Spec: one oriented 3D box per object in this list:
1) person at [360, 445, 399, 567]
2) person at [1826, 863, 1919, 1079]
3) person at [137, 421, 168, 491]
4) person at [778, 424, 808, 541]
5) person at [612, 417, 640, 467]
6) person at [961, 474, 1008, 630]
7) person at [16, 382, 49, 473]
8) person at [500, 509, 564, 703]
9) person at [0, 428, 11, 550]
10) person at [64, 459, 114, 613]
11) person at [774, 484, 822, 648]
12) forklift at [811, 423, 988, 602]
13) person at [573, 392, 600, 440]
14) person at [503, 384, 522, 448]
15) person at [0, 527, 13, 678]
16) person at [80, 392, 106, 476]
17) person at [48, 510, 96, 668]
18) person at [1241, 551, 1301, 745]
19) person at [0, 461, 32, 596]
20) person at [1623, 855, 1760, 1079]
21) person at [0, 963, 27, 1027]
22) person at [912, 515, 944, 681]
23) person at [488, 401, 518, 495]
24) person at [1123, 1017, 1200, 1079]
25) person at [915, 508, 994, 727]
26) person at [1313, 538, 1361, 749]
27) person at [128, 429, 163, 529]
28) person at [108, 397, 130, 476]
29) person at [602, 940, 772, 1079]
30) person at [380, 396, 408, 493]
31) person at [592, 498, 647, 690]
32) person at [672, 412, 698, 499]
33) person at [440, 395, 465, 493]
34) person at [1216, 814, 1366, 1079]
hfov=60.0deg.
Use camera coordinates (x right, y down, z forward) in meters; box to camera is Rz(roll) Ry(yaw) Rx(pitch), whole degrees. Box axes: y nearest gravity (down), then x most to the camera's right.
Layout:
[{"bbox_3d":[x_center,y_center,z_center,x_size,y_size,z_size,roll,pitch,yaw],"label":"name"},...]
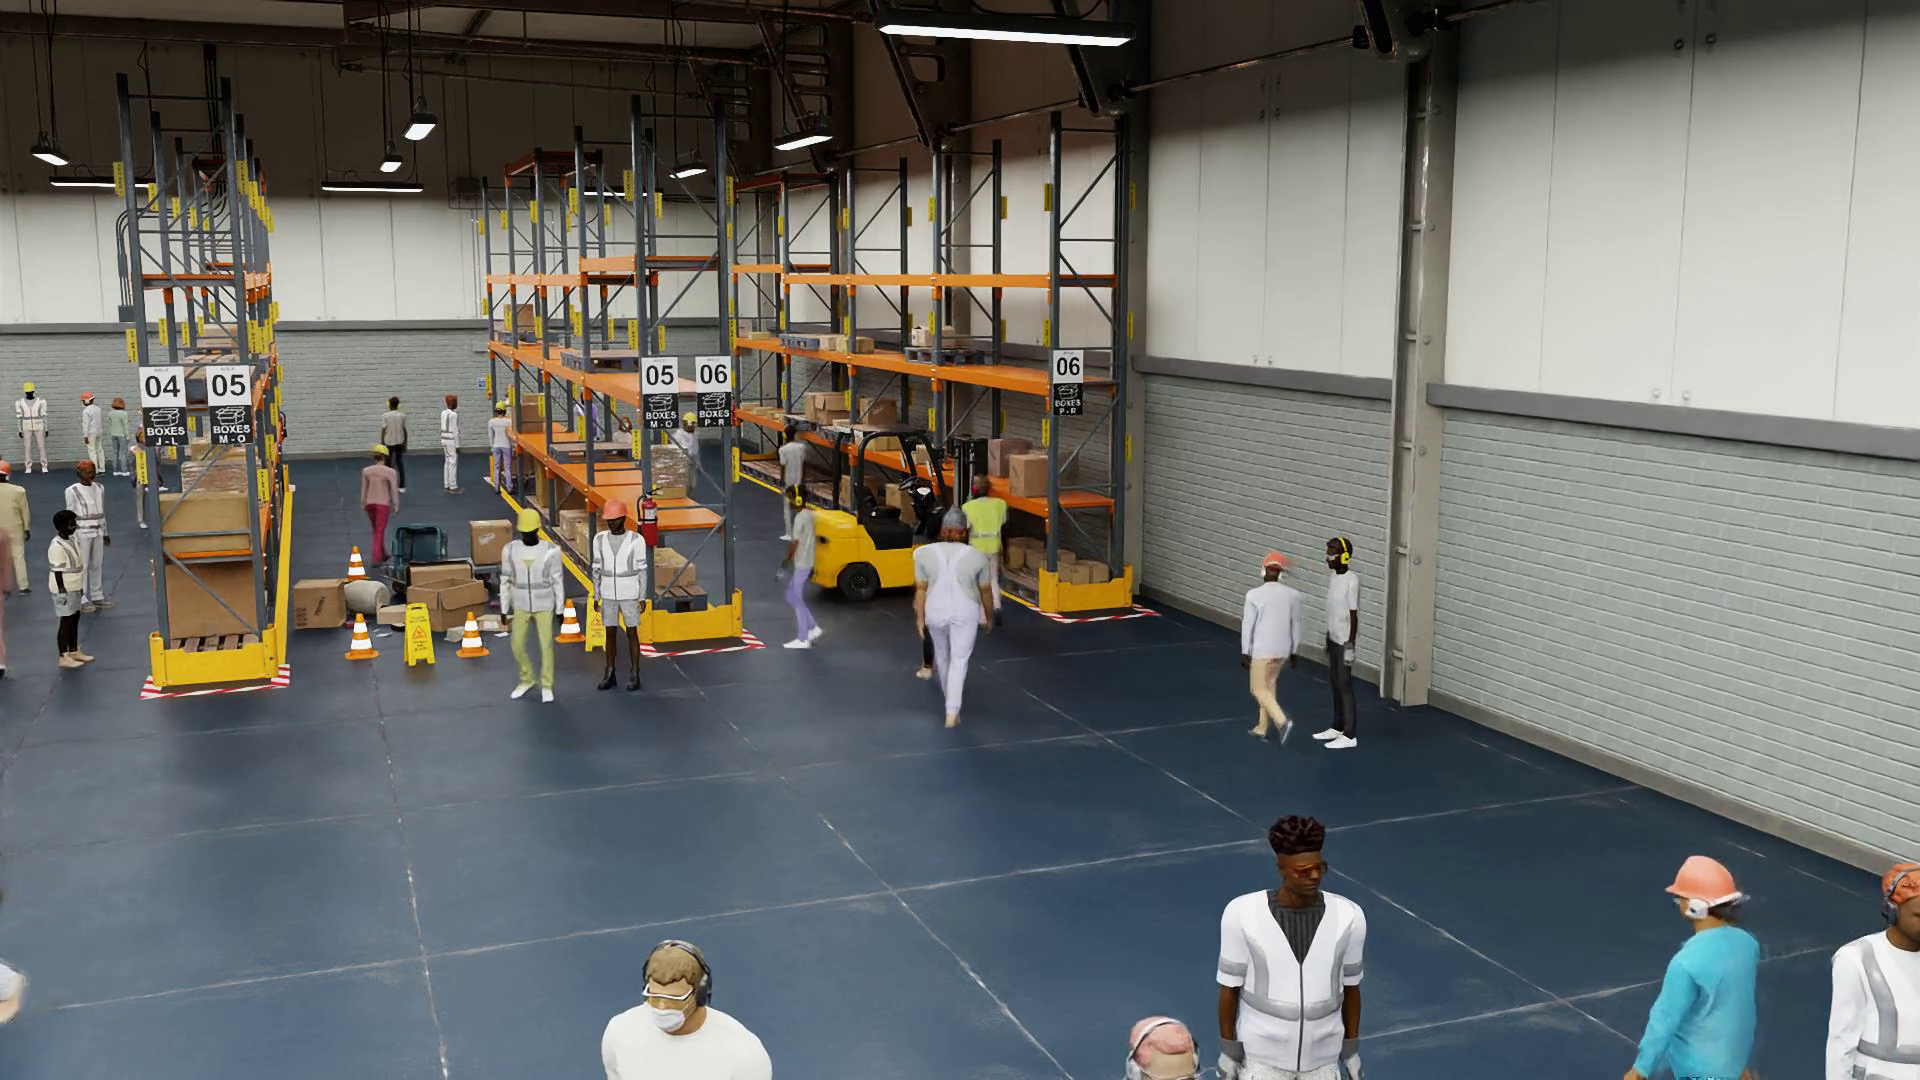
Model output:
[{"bbox_3d":[-8.288,-0.498,23.818,0.549,1.707,0.762,2,9,13],"label":"person"},{"bbox_3d":[3.621,2.168,6.492,0.584,1.882,0.337,-3,10,-19],"label":"person"},{"bbox_3d":[-15.507,-1.744,31.898,0.506,1.632,0.268,1,9,6],"label":"person"},{"bbox_3d":[-2.562,-0.881,25.793,0.535,1.852,0.610,-7,11,-36],"label":"person"},{"bbox_3d":[-5.945,-1.383,29.624,0.507,1.633,0.274,1,9,8],"label":"person"},{"bbox_3d":[0.277,0.147,19.363,0.583,1.827,0.437,-3,9,-18],"label":"person"},{"bbox_3d":[-19.405,-2.347,34.821,0.585,1.918,0.399,-4,10,-23],"label":"person"},{"bbox_3d":[-4.130,0.633,16.078,0.609,1.915,0.477,0,9,-2],"label":"person"},{"bbox_3d":[-14.412,-0.809,24.795,0.414,2.034,0.600,-1,9,-9],"label":"person"},{"bbox_3d":[-10.733,-0.057,20.503,0.337,1.881,0.585,2,9,14],"label":"person"},{"bbox_3d":[-1.829,0.297,18.371,0.470,1.849,0.517,0,9,2],"label":"person"},{"bbox_3d":[-0.830,-0.399,21.676,2.313,2.155,1.214,-4,10,-21],"label":"forklift"},{"bbox_3d":[-7.513,-2.092,33.478,0.429,1.838,0.628,8,12,42],"label":"person"},{"bbox_3d":[-9.308,-2.278,34.462,0.398,1.902,0.698,1,9,8],"label":"person"},{"bbox_3d":[-10.097,0.506,17.106,0.653,1.851,0.880,-5,10,-29],"label":"person"},{"bbox_3d":[-17.951,-2.191,34.376,0.349,1.743,0.563,1,9,4],"label":"person"},{"bbox_3d":[-9.408,0.513,17.532,0.322,1.685,0.542,-2,9,-10],"label":"person"},{"bbox_3d":[2.763,0.971,14.601,0.577,1.710,0.615,-4,10,-24],"label":"person"},{"bbox_3d":[-12.322,-0.150,21.492,0.565,1.751,0.330,-4,10,-23],"label":"person"},{"bbox_3d":[3.046,2.167,7.022,0.581,1.704,0.876,-8,12,-42],"label":"person"},{"bbox_3d":[-5.402,1.825,8.869,0.540,1.816,0.532,4,10,23],"label":"person"},{"bbox_3d":[-0.248,0.588,17.015,0.538,1.700,0.317,-5,10,-27],"label":"person"},{"bbox_3d":[-8.636,-1.733,31.421,0.525,1.769,0.309,2,9,10],"label":"person"},{"bbox_3d":[0.602,2.374,5.198,0.658,1.894,0.412,-4,10,-24],"label":"person"},{"bbox_3d":[-0.028,0.659,15.497,0.698,2.000,1.027,2,9,13],"label":"person"},{"bbox_3d":[3.335,0.896,14.592,0.319,1.861,0.516,-1,9,-8],"label":"person"},{"bbox_3d":[-13.336,-1.002,27.244,0.312,1.633,0.519,8,12,41],"label":"person"},{"bbox_3d":[-17.352,-2.131,34.363,0.491,1.625,0.283,3,10,20],"label":"person"},{"bbox_3d":[-0.937,2.273,5.698,0.630,1.932,0.363,4,10,21],"label":"person"},{"bbox_3d":[-10.790,-1.809,31.623,0.581,1.863,0.371,-8,12,-43],"label":"person"},{"bbox_3d":[-3.394,0.544,16.551,0.551,1.934,0.372,1,9,6],"label":"person"},{"bbox_3d":[-4.758,-1.280,28.488,0.558,1.808,0.710,5,10,30],"label":"person"},{"bbox_3d":[-9.690,-1.828,31.673,0.348,1.879,0.579,-7,11,-37],"label":"person"},{"bbox_3d":[1.355,2.076,6.825,0.613,1.960,0.361,0,9,-1],"label":"person"}]
